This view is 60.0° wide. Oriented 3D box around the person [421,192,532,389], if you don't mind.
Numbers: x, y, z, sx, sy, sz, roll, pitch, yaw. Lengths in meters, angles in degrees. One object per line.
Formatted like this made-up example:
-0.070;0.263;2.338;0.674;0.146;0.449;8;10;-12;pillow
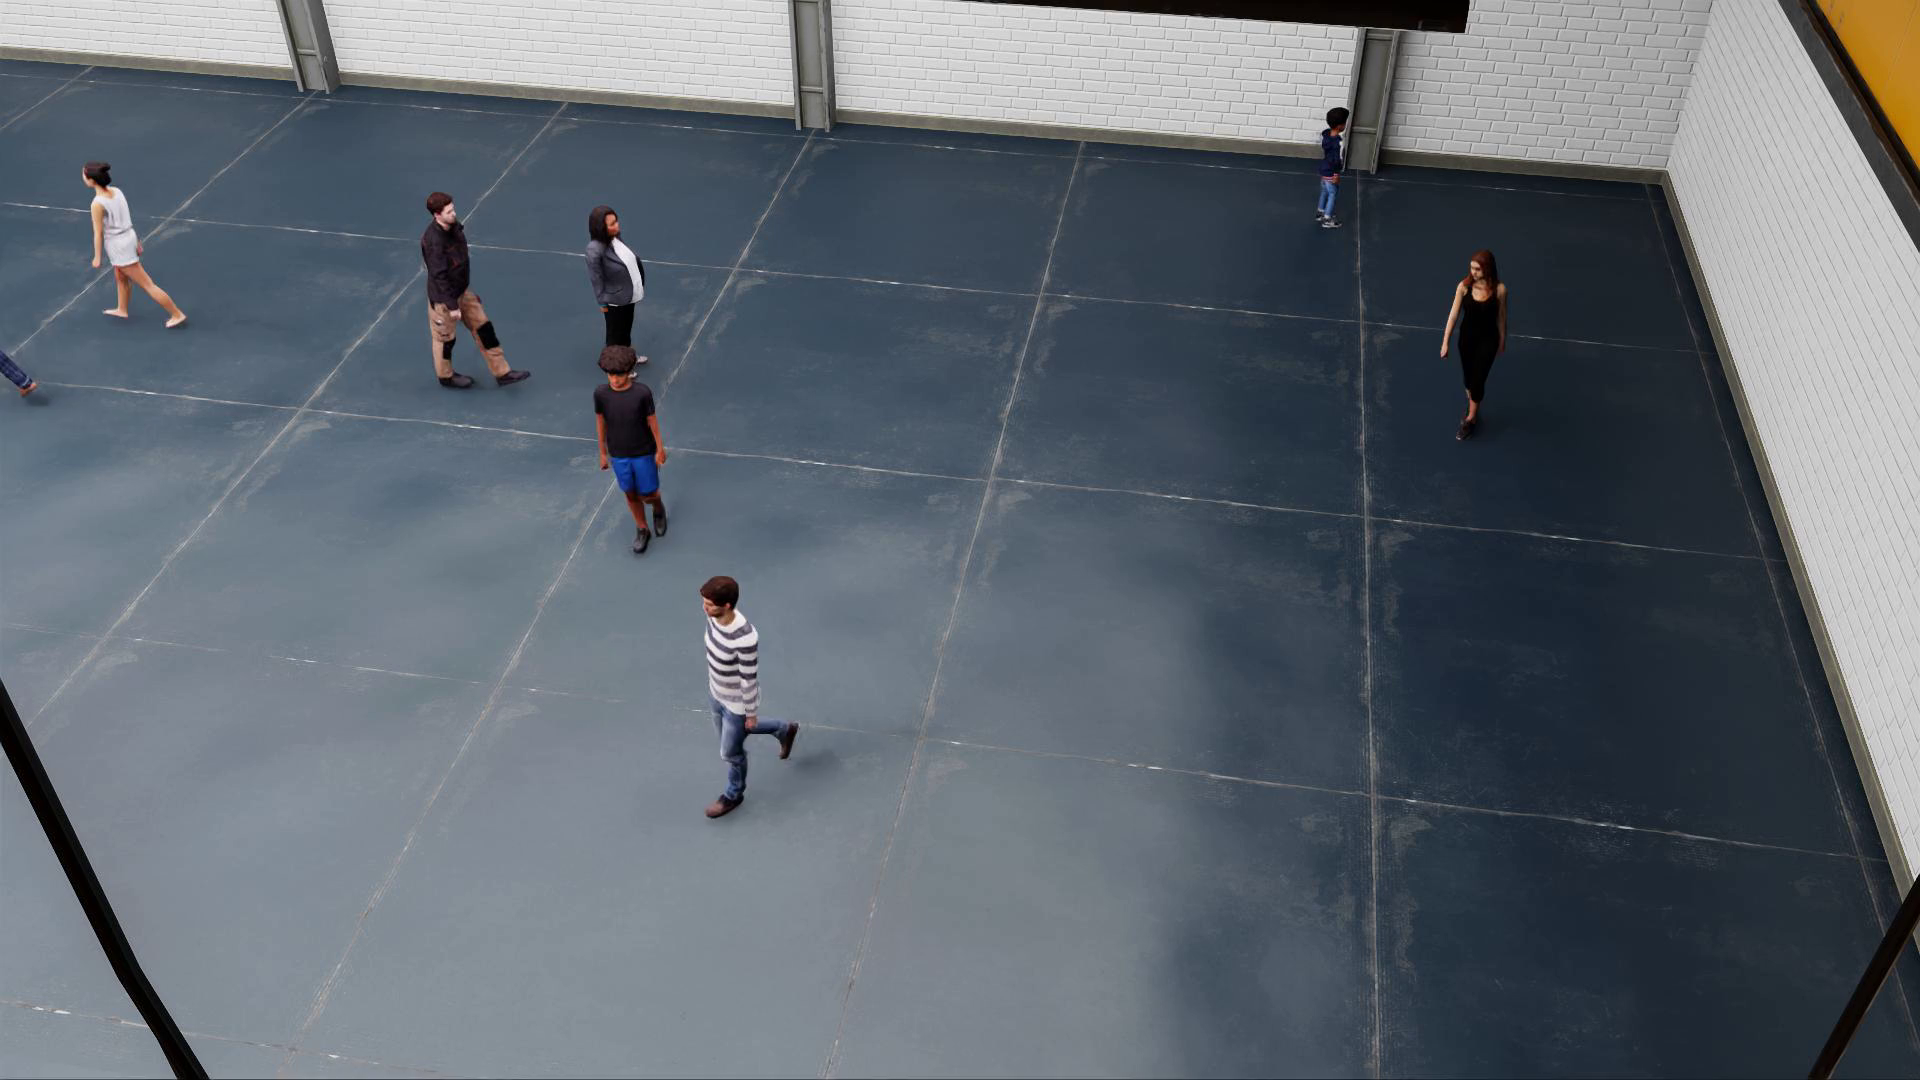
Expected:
-4.361;-2.076;13.985;1.066;1.885;0.732;6;39;8;person

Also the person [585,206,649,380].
-2.963;-2.137;14.293;0.639;1.595;0.653;7;39;9;person

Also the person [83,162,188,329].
-7.424;-2.606;14.888;1.083;1.586;0.676;1;39;1;person

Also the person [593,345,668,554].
-2.419;-0.732;12.381;0.613;1.787;0.694;5;39;6;person

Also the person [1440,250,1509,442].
4.285;-1.645;13.604;0.823;1.687;0.835;17;42;20;person

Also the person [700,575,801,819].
-1.311;0.917;10.282;1.115;1.828;1.059;-24;44;-27;person

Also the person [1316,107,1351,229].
3.671;-3.721;16.577;0.613;1.221;0.609;-5;39;-6;person
